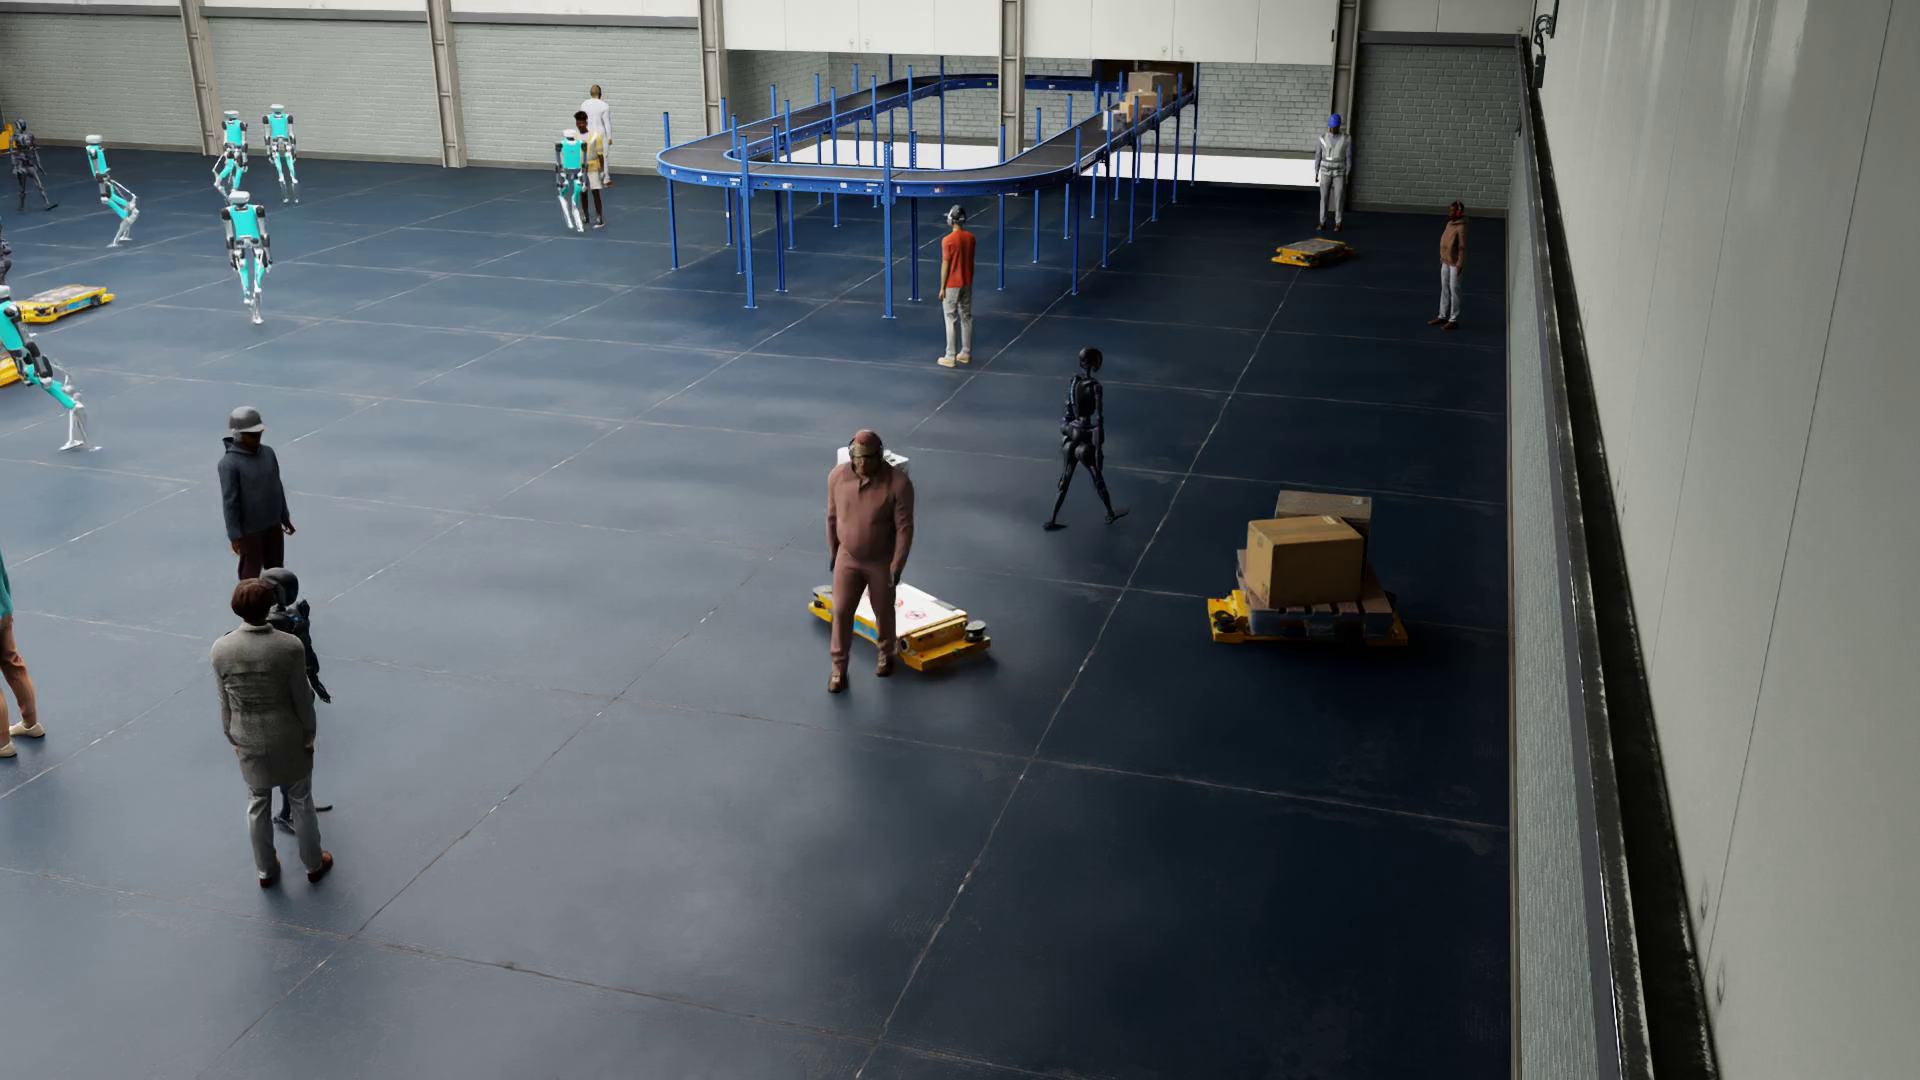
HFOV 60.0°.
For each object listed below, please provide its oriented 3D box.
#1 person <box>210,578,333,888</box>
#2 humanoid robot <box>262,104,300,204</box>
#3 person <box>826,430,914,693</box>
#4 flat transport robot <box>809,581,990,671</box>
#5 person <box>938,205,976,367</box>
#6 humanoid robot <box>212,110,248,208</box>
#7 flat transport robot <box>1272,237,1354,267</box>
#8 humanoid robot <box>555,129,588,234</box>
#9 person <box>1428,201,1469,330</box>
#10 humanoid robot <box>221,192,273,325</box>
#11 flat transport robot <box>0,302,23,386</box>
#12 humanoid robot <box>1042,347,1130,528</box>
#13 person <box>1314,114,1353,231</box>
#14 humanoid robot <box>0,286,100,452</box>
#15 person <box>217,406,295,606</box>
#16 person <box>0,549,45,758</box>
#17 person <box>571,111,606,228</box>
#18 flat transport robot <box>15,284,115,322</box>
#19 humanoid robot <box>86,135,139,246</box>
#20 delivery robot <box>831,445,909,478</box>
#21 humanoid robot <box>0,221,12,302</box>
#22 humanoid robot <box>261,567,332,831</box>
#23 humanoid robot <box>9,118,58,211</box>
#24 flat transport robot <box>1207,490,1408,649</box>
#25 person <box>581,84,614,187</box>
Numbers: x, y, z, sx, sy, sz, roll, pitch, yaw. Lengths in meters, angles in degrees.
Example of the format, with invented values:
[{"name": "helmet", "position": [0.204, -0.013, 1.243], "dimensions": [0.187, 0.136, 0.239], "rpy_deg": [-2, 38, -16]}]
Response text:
[{"name": "person", "position": [-3.817, 1.078, 9.229], "dimensions": [0.495, 1.825, 0.362], "rpy_deg": [-3, 21, -8]}, {"name": "humanoid robot", "position": [-12.302, -6.971, 30.251], "dimensions": [0.539, 1.819, 0.683], "rpy_deg": [-11, 24, -27]}, {"name": "person", "position": [-0.631, 0.120, 11.631], "dimensions": [0.666, 1.875, 0.637], "rpy_deg": [5, 22, 13]}, {"name": "flat transport robot", "position": [-0.477, 0.602, 12.617], "dimensions": [0.659, 0.231, 1.431], "rpy_deg": [-17, 27, -36]}, {"name": "person", "position": [-0.046, -3.015, 19.738], "dimensions": [0.478, 1.907, 0.414], "rpy_deg": [-17, 27, -37]}, {"name": "humanoid robot", "position": [-12.954, -6.614, 29.459], "dimensions": [0.536, 1.873, 0.821], "rpy_deg": [9, 23, 21]}, {"name": "flat transport robot", "position": [5.466, -4.445, 25.707], "dimensions": [0.659, 0.231, 1.431], "rpy_deg": [17, 27, 37]}, {"name": "humanoid robot", "position": [-6.436, -5.925, 27.487], "dimensions": [0.555, 1.734, 0.947], "rpy_deg": [-10, 23, -23]}, {"name": "person", "position": [6.361, -3.549, 21.456], "dimensions": [0.327, 1.651, 0.461], "rpy_deg": [-5, 22, -13]}, {"name": "humanoid robot", "position": [-9.138, -3.561, 21.353], "dimensions": [0.548, 1.736, 0.973], "rpy_deg": [-4, 22, -11]}, {"name": "flat transport robot", "position": [-11.597, -1.969, 19.284], "dimensions": [1.431, 0.231, 0.659], "rpy_deg": [2, 21, 5]}, {"name": "humanoid robot", "position": [1.100, -0.900, 14.615], "dimensions": [0.788, 1.625, 0.611], "rpy_deg": [-10, 23, -25]}, {"name": "person", "position": [6.227, -6.145, 27.811], "dimensions": [0.609, 1.934, 0.414], "rpy_deg": [7, 22, 18]}, {"name": "humanoid robot", "position": [-9.090, -1.666, 16.584], "dimensions": [0.608, 1.842, 0.832], "rpy_deg": [15, 26, 34]}, {"name": "person", "position": [-5.202, -0.122, 12.347], "dimensions": [0.371, 1.812, 0.545], "rpy_deg": [10, 23, 25]}, {"name": "person", "position": [-6.285, 0.499, 10.665], "dimensions": [0.373, 1.866, 0.518], "rpy_deg": [3, 21, 8]}, {"name": "person", "position": [-6.303, -6.246, 28.073], "dimensions": [0.627, 1.947, 0.500], "rpy_deg": [4, 21, 10]}, {"name": "flat transport robot", "position": [-12.175, -3.193, 22.459], "dimensions": [0.659, 0.231, 1.431], "rpy_deg": [3, 21, 9]}, {"name": "humanoid robot", "position": [-13.462, -5.573, 26.599], "dimensions": [0.703, 1.796, 0.555], "rpy_deg": [-7, 22, -17]}, {"name": "delivery robot", "position": [-0.831, -0.649, 15.491], "dimensions": [0.792, 0.614, 0.499], "rpy_deg": [20, 28, 41]}, {"name": "humanoid robot", "position": [-12.727, -3.752, 21.968], "dimensions": [0.332, 1.650, 0.613], "rpy_deg": [-19, 28, -40]}, {"name": "humanoid robot", "position": [-3.964, 0.921, 9.828], "dimensions": [0.336, 1.643, 0.608], "rpy_deg": [4, 21, 9]}, {"name": "humanoid robot", "position": [-16.538, -6.645, 29.499], "dimensions": [0.754, 1.625, 0.610], "rpy_deg": [7, 22, 19]}, {"name": "flat transport robot", "position": [2.631, 0.583, 12.667], "dimensions": [1.431, 0.231, 0.659], "rpy_deg": [1, 21, 3]}, {"name": "person", "position": [-6.985, -7.790, 32.086], "dimensions": [0.621, 1.930, 0.369], "rpy_deg": [8, 22, 19]}]
